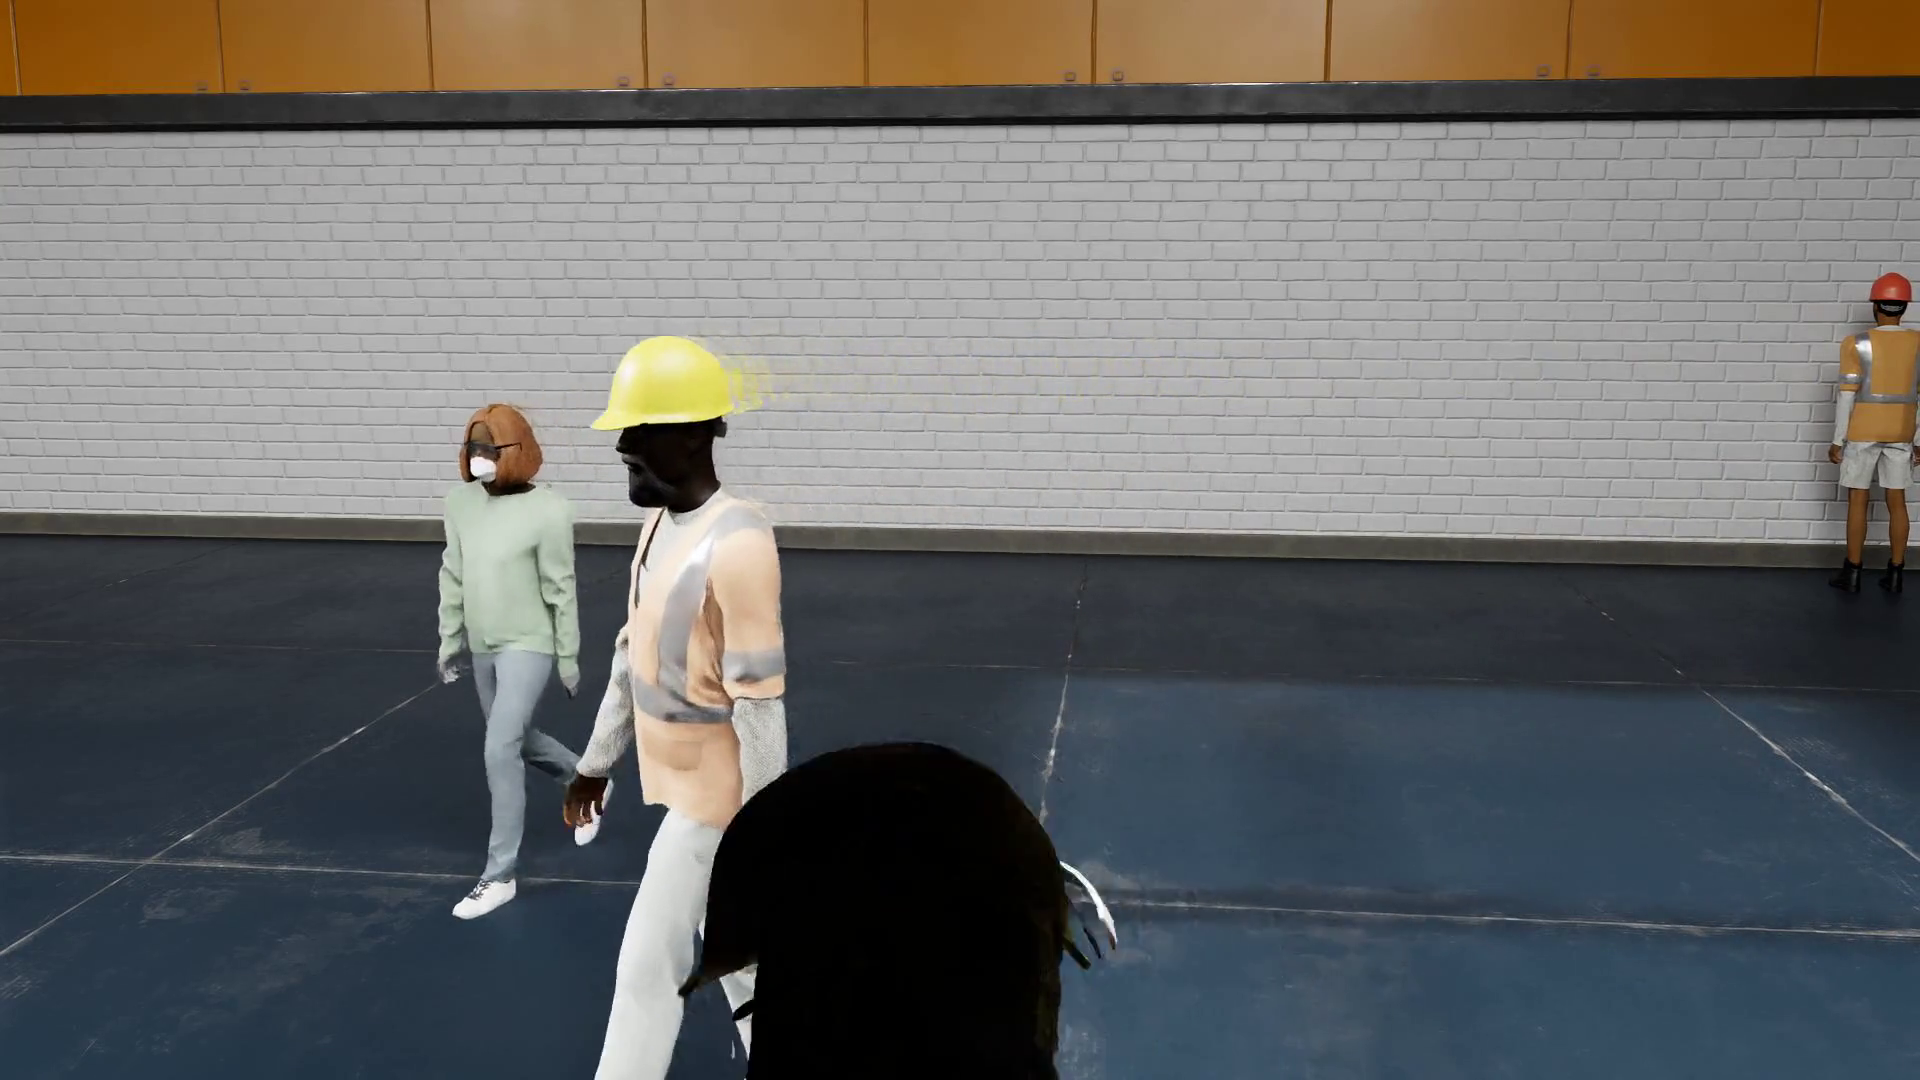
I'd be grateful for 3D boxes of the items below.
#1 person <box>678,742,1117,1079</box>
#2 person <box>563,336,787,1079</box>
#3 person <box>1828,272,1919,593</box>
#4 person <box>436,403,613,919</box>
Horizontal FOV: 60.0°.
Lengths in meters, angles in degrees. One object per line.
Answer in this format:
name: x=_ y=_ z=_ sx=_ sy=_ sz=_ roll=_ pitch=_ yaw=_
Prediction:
person: x=0.049 y=0.978 z=1.201 sx=0.672 sy=1.806 sz=0.610 roll=-8 pitch=13 yaw=-40
person: x=-0.675 y=0.525 z=3.542 sx=0.838 sy=1.893 sz=0.600 roll=-4 pitch=11 yaw=-21
person: x=5.577 y=-0.646 z=10.109 sx=0.551 sy=1.935 sz=0.375 roll=1 pitch=10 yaw=8
person: x=-1.404 y=0.339 z=5.404 sx=0.491 sy=1.600 sz=0.761 roll=6 pitch=12 yaw=32
